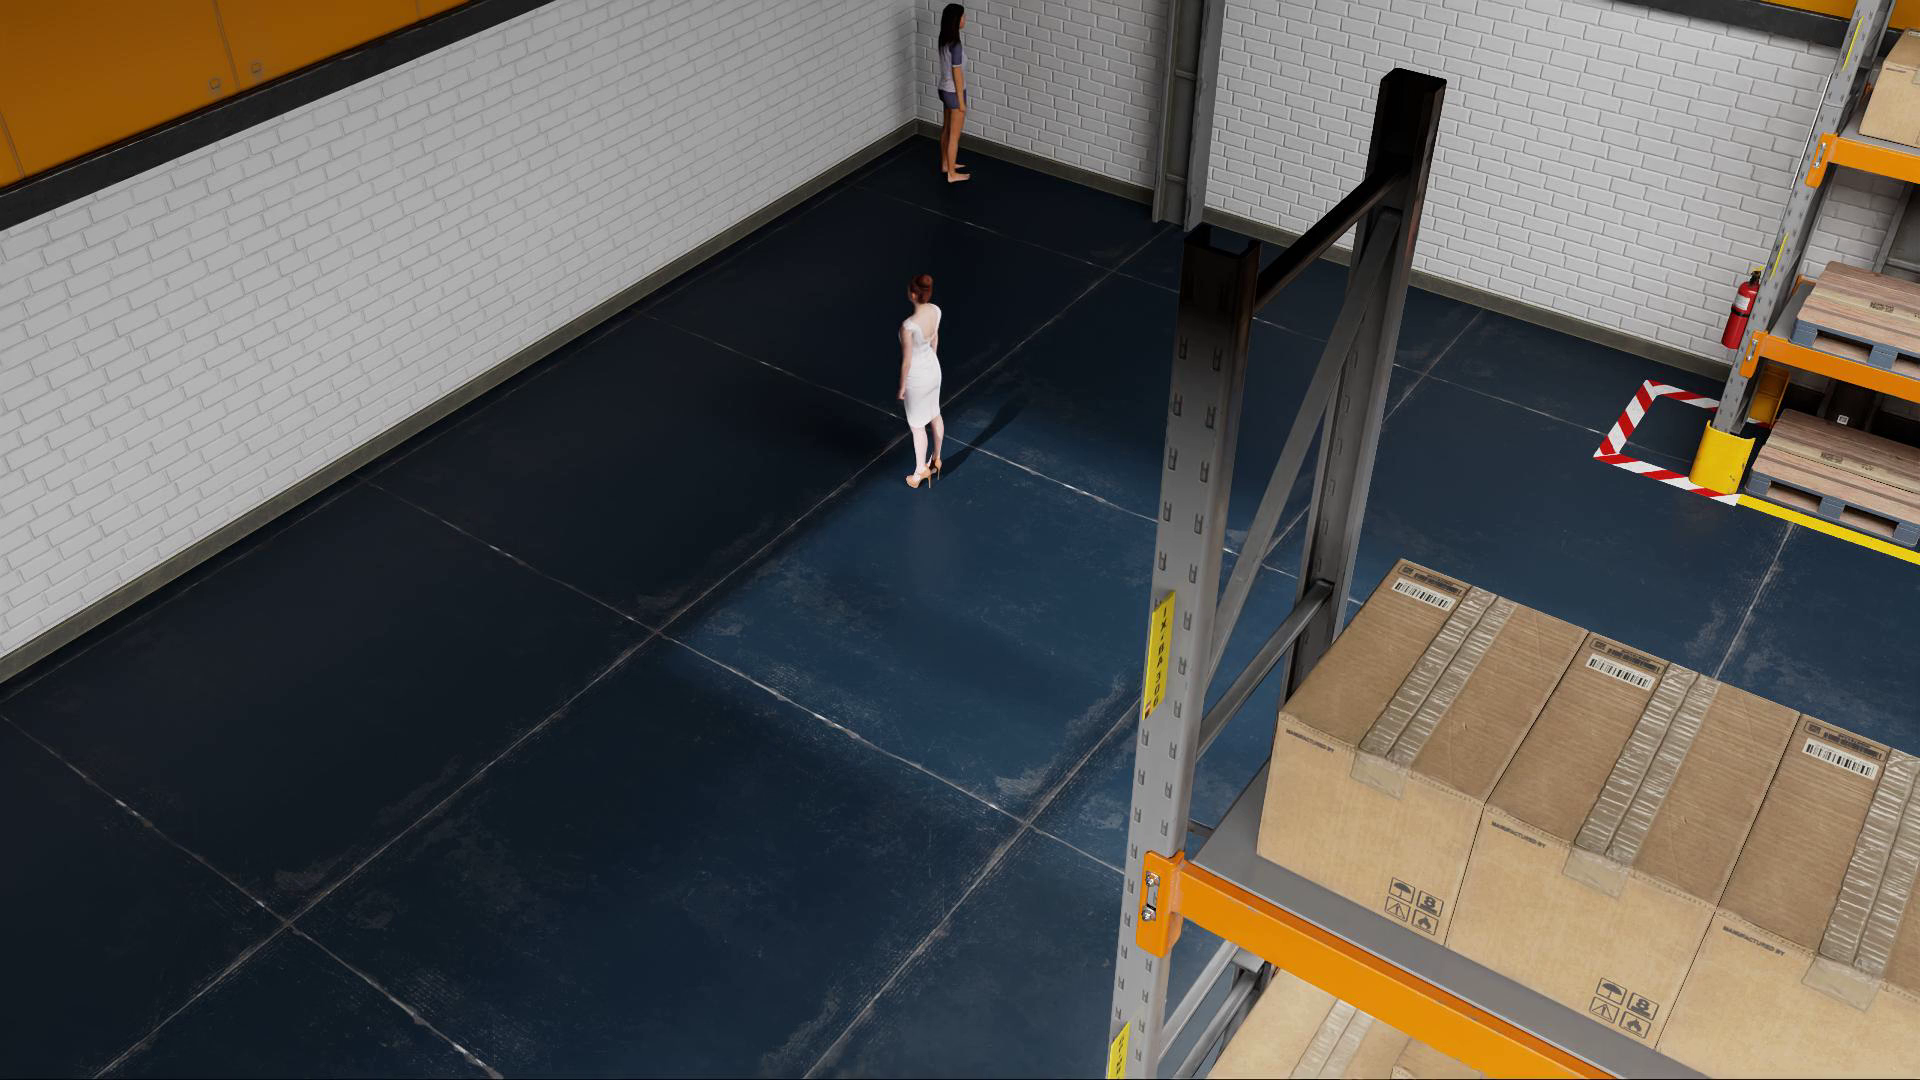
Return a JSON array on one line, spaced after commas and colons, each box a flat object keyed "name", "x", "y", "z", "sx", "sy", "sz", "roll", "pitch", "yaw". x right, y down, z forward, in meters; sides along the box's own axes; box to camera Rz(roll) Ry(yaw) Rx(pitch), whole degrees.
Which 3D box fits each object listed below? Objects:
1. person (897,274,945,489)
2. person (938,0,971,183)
[{"name": "person", "x": -0.270, "y": -1.150, "z": 12.038, "sx": 0.473, "sy": 1.793, "sz": 0.568, "roll": 26, "pitch": 45, "yaw": 28}, {"name": "person", "x": -0.073, "y": -4.318, "z": 16.052, "sx": 0.719, "sy": 1.733, "sz": 0.625, "roll": -13, "pitch": 40, "yaw": -16}]
